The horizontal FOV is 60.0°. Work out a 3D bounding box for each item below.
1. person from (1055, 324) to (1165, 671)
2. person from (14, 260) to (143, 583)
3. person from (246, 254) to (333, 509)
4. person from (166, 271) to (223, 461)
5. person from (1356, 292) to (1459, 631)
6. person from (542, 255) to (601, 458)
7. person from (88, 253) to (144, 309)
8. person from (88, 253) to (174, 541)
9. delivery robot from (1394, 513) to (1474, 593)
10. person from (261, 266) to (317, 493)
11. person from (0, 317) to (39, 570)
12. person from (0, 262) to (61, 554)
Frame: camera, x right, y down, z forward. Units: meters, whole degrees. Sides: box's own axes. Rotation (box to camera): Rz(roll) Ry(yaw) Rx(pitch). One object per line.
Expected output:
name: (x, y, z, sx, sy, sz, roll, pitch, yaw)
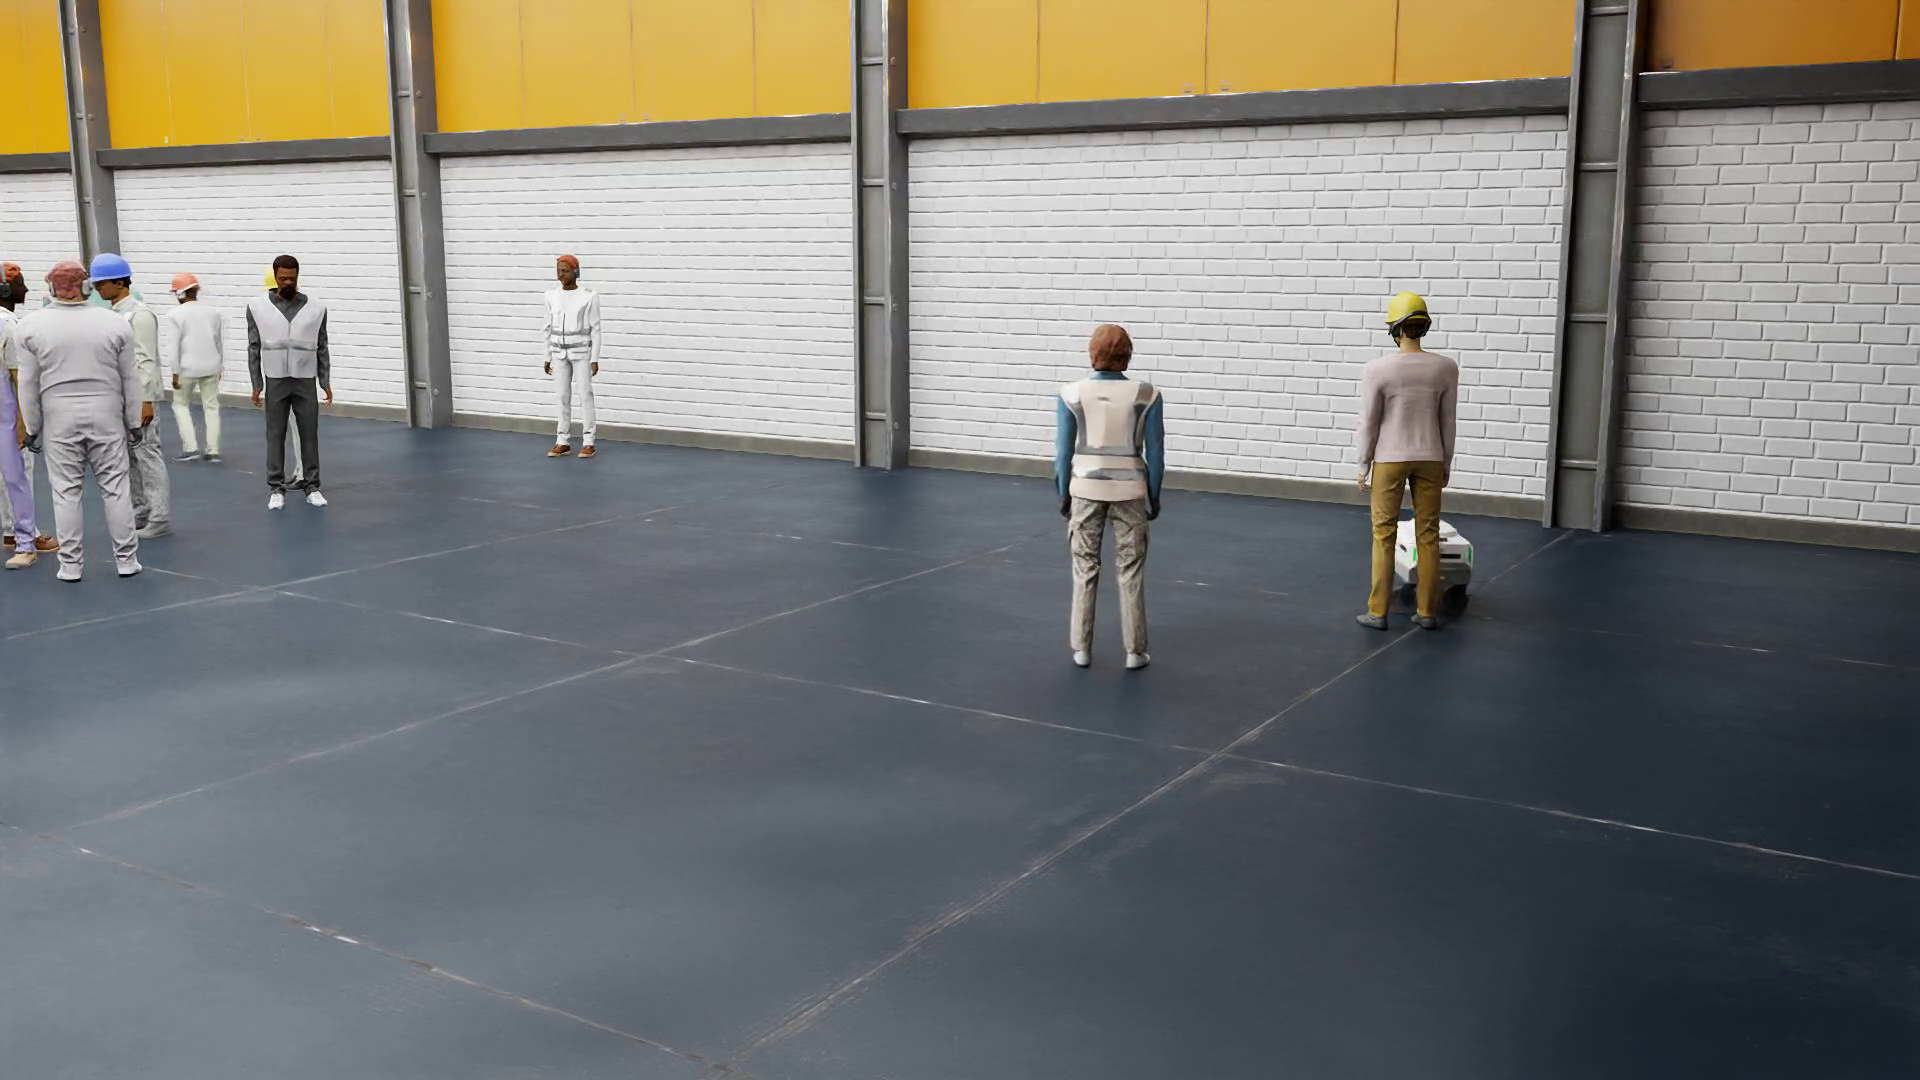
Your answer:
person: (0.699, -0.192, 7.836, 0.515, 1.637, 0.313, 2, 10, 13)
person: (-5.213, -0.701, 9.888, 0.654, 1.905, 0.408, -6, 12, -30)
person: (-5.079, -1.200, 12.627, 0.587, 1.916, 0.390, -6, 12, -28)
person: (-6.997, -1.577, 15.205, 0.434, 1.736, 0.589, 7, 13, 35)
person: (2.305, -0.399, 8.632, 0.524, 1.761, 0.339, -1, 10, -5)
person: (-3.623, -1.704, 15.512, 0.574, 1.883, 0.356, 2, 10, 13)
person: (-7.499, -1.578, 14.765, 0.634, 1.895, 0.855, -10, 14, -44)
person: (-5.644, -0.969, 11.304, 0.618, 1.933, 0.419, 8, 13, 38)
delivery robot: (2.592, 0.053, 9.195, 0.477, 0.478, 0.707, 0, 10, 3)
person: (-5.393, -1.297, 13.420, 0.404, 1.824, 0.586, -4, 11, -22)
person: (-5.975, -0.726, 10.228, 0.504, 1.839, 0.342, 0, 10, 1)
person: (-6.113, -0.848, 10.768, 0.356, 1.883, 0.574, -9, 14, -40)
